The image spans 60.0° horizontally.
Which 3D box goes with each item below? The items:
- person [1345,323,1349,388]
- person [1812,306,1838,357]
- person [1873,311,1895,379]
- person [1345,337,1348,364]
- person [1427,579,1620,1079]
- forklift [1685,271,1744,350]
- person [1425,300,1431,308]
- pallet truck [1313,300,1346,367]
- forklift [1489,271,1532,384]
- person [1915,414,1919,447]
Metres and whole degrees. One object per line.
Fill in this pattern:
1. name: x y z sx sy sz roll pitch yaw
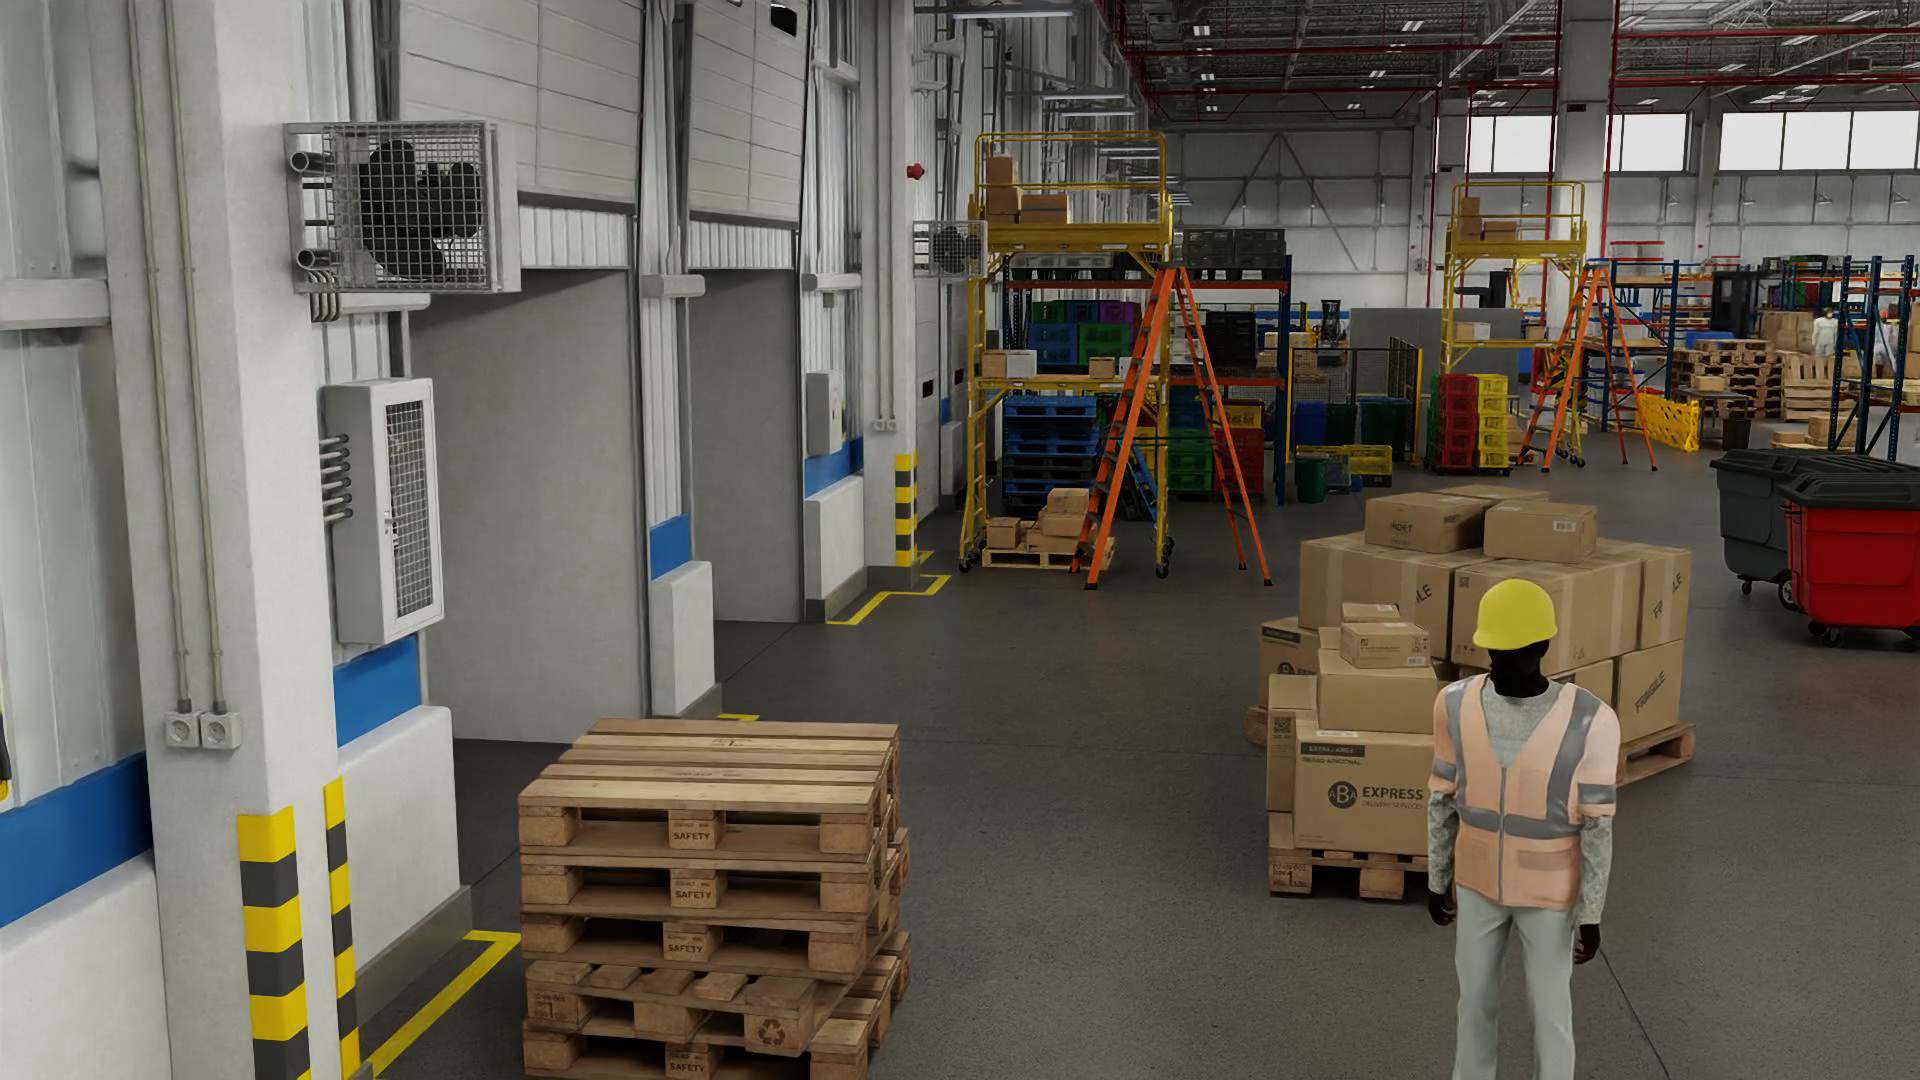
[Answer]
1. person: 9.480 -4.568 39.872 0.543 1.928 0.373 -6 11 -34
2. person: 22.337 -5.058 42.901 0.656 1.928 0.444 3 10 17
3. person: 21.947 -4.506 39.651 0.563 1.887 1.005 2 9 11
4. person: 9.089 -4.142 38.065 0.542 1.662 0.833 3 10 17
5. person: 1.714 1.064 5.174 0.587 1.918 0.398 7 12 38
6. forklift: 21.947 -6.322 47.760 1.873 2.768 1.129 -3 10 -19
7. person: 15.266 -6.890 54.252 0.634 1.910 0.952 9 13 43
8. pallet truck: 11.159 -6.200 49.718 0.823 1.965 1.885 4 10 26
9. forklift: 13.422 -5.322 41.591 1.873 2.768 1.129 1 9 9
10. person: 15.641 -2.348 26.765 0.319 1.739 0.485 9 13 42
